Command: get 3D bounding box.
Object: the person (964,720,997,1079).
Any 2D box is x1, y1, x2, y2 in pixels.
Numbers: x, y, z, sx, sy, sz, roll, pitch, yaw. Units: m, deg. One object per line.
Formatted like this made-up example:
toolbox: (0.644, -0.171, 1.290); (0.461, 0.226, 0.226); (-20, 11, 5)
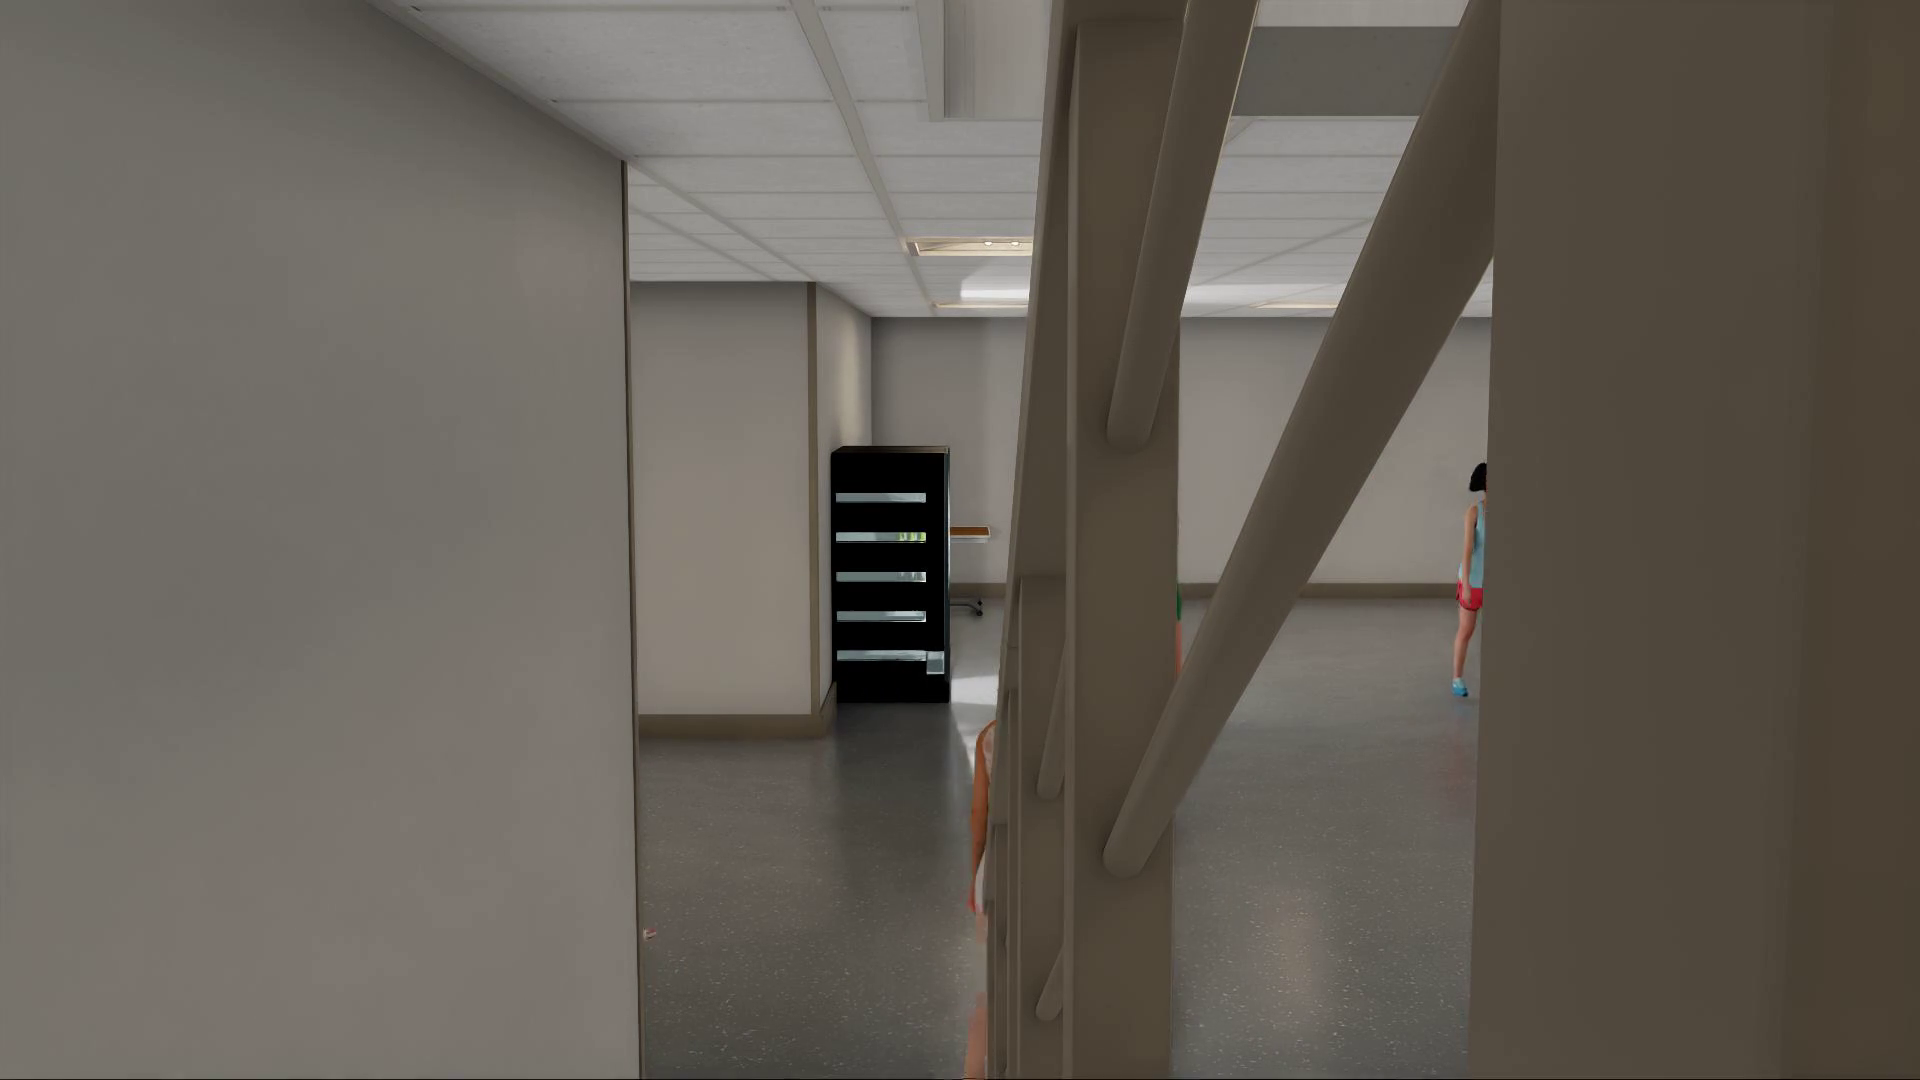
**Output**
person: (0.160, 1.095, 4.982); (0.716, 1.630, 0.777); (4, 7, 33)
